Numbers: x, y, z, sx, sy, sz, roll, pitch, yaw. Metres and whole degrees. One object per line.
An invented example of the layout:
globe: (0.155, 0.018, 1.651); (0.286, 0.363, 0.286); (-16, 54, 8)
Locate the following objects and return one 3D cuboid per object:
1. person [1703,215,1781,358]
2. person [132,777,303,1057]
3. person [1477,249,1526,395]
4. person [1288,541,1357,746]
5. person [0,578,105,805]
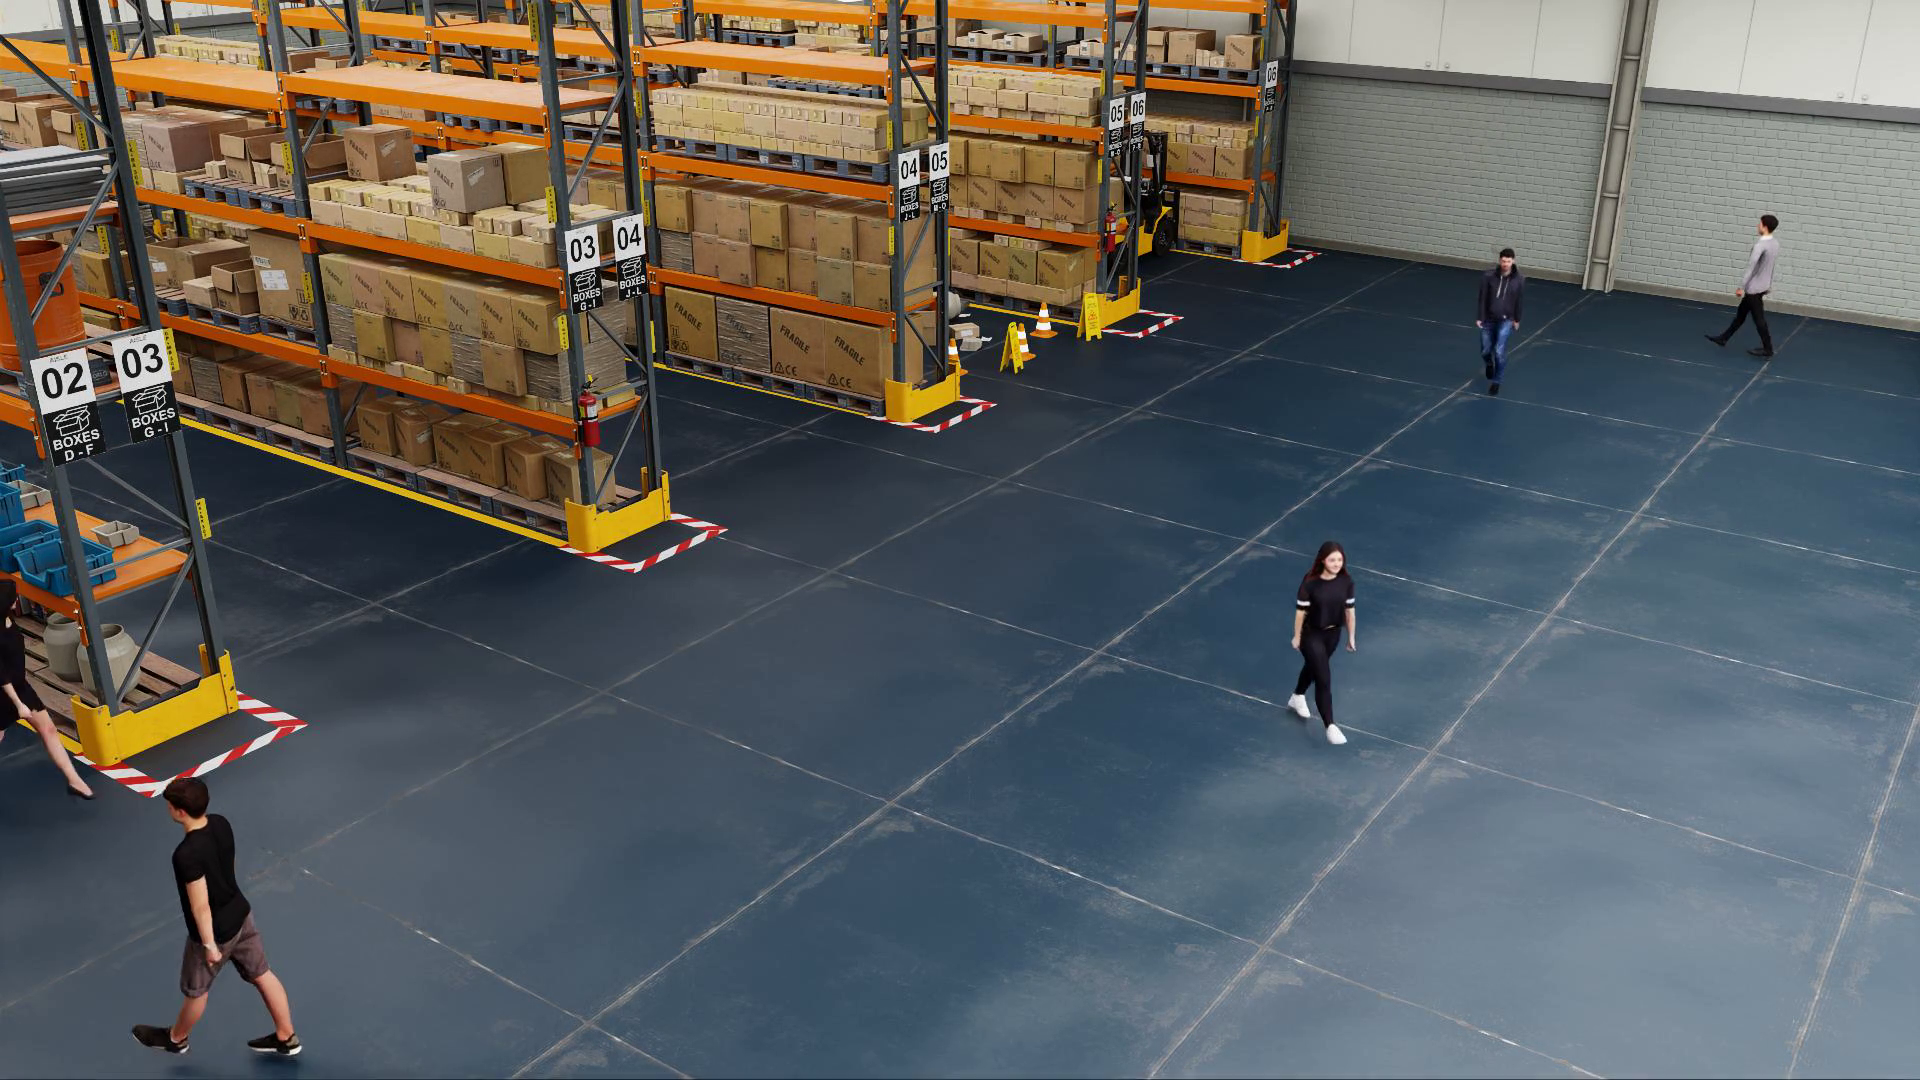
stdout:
person: (10.759, -3.357, 22.282); (1.269, 1.869, 0.891); (21, 31, 40)
person: (-4.075, 2.170, 9.354); (1.279, 1.815, 1.070); (2, 23, 4)
person: (6.789, -2.784, 20.948); (0.908, 1.859, 0.857); (7, 24, 16)
person: (2.797, 0.738, 13.009); (1.032, 1.590, 1.156); (-7, 24, -15)
person: (-6.840, 1.166, 11.814); (1.235, 1.739, 1.047); (1, 23, 2)
